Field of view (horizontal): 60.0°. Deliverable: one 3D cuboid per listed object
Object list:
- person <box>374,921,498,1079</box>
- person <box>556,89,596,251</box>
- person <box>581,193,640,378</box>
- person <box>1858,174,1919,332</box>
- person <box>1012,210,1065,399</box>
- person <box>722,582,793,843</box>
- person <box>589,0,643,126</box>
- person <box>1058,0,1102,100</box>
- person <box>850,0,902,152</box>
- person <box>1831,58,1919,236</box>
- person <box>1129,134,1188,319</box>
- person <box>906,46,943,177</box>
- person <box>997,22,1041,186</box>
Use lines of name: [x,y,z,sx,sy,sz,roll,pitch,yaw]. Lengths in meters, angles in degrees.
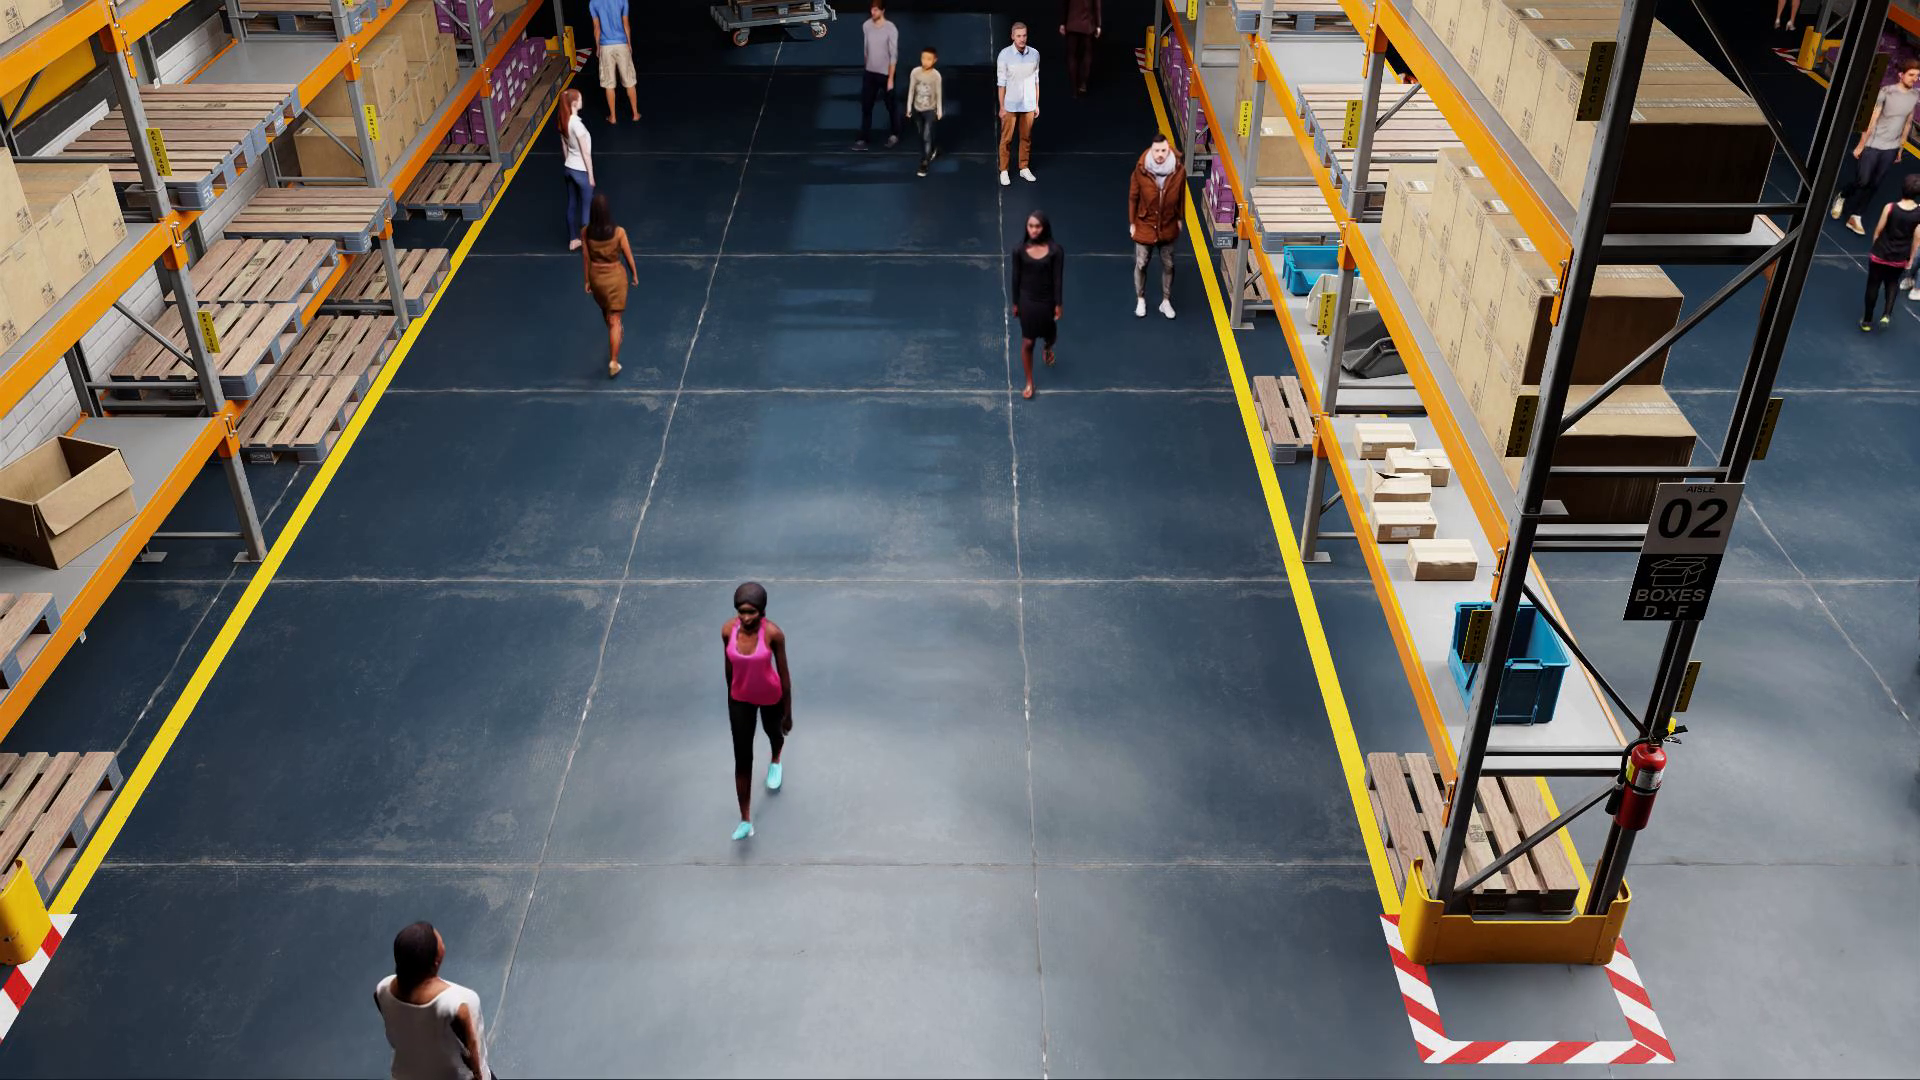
person: [-2.439,2.511,7.755,0.747,1.676,0.744,11,35,16]
person: [-3.967,-3.797,17.194,0.641,1.733,0.699,28,43,35]
person: [-3.169,-2.250,14.937,0.612,1.653,1.005,1,34,1]
person: [8.777,-2.672,15.674,0.623,1.542,0.695,11,35,17]
person: [0.697,-2.123,14.696,0.667,1.709,0.896,4,34,6]
person: [-1.203,0.930,10.138,0.670,1.671,1.118,4,34,5]
person: [-4.267,-6.086,20.520,0.716,1.862,0.668,-9,35,-13]
person: [1.534,-6.550,21.225,0.760,1.854,0.680,5,34,7]
person: [-0.878,-5.559,19.768,0.989,1.818,1.113,20,39,27]
person: [9.753,-4.220,17.698,0.671,1.878,0.757,2,34,3]
person: [1.877,-3.046,15.974,0.734,1.832,0.706,-3,34,-4]
person: [-0.371,-5.008,19.280,0.783,1.441,1.038,13,36,19]
person: [0.657,-4.967,18.869,0.763,1.827,0.715,-13,36,-18]
